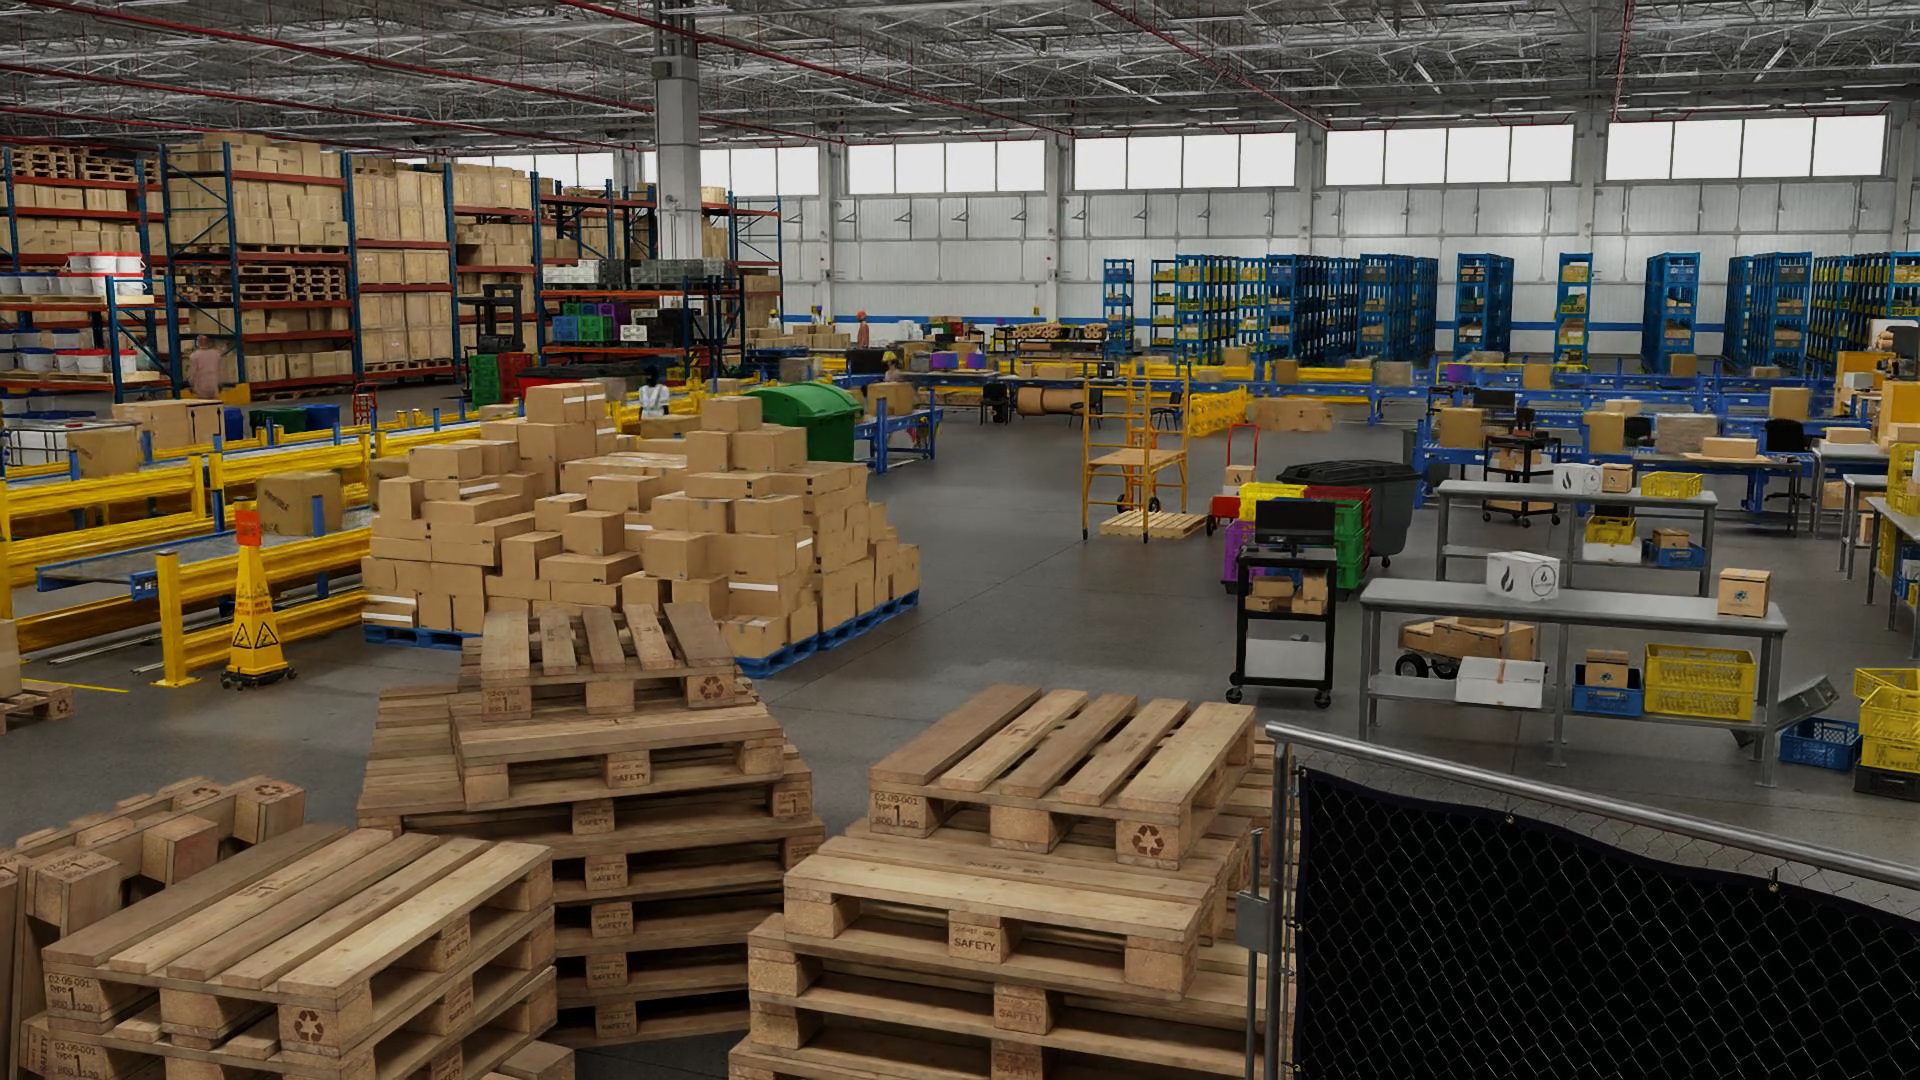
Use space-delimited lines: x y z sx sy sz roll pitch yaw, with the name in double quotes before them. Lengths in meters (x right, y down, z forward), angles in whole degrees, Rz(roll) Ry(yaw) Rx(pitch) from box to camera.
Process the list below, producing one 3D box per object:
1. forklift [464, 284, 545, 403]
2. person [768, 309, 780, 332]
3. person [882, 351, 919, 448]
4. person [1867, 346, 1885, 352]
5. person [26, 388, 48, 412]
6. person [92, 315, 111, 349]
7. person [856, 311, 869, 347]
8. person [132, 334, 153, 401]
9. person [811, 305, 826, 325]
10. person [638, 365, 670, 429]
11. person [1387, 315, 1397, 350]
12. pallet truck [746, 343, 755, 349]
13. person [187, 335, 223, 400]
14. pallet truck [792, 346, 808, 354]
"forklift" -10.832 -4.702 39.610 1.129 2.768 1.873 3 10 20
"person" -6.995 -7.772 62.380 0.533 1.767 0.327 6 11 32
"person" -1.105 -2.423 28.887 0.767 1.738 0.520 -5 10 -28
"person" 21.146 -4.035 38.481 0.407 1.904 0.654 4 10 26
"person" -18.987 -3.233 34.124 0.460 1.678 0.568 4 10 24
"person" -24.159 -5.395 47.003 0.549 1.913 0.671 5 10 28
"person" -2.850 -5.725 48.806 0.376 1.995 0.611 -1 9 -5
"person" -19.804 -4.185 40.287 0.511 1.620 0.528 4 10 25
"person" -5.130 -7.589 60.660 0.616 1.945 0.399 -6 11 -32
"person" -4.625 -1.816 25.232 0.542 1.678 0.476 3 10 20
"person" 15.925 -7.557 60.874 0.866 1.806 0.597 3 9 17
"pallet truck" -6.183 -4.618 44.264 1.601 1.201 0.680 -9 12 -43
"person" -14.511 -2.983 31.894 0.508 1.892 0.672 6 11 33
"pallet truck" -3.705 -4.298 42.022 0.653 1.274 1.630 3 10 20
